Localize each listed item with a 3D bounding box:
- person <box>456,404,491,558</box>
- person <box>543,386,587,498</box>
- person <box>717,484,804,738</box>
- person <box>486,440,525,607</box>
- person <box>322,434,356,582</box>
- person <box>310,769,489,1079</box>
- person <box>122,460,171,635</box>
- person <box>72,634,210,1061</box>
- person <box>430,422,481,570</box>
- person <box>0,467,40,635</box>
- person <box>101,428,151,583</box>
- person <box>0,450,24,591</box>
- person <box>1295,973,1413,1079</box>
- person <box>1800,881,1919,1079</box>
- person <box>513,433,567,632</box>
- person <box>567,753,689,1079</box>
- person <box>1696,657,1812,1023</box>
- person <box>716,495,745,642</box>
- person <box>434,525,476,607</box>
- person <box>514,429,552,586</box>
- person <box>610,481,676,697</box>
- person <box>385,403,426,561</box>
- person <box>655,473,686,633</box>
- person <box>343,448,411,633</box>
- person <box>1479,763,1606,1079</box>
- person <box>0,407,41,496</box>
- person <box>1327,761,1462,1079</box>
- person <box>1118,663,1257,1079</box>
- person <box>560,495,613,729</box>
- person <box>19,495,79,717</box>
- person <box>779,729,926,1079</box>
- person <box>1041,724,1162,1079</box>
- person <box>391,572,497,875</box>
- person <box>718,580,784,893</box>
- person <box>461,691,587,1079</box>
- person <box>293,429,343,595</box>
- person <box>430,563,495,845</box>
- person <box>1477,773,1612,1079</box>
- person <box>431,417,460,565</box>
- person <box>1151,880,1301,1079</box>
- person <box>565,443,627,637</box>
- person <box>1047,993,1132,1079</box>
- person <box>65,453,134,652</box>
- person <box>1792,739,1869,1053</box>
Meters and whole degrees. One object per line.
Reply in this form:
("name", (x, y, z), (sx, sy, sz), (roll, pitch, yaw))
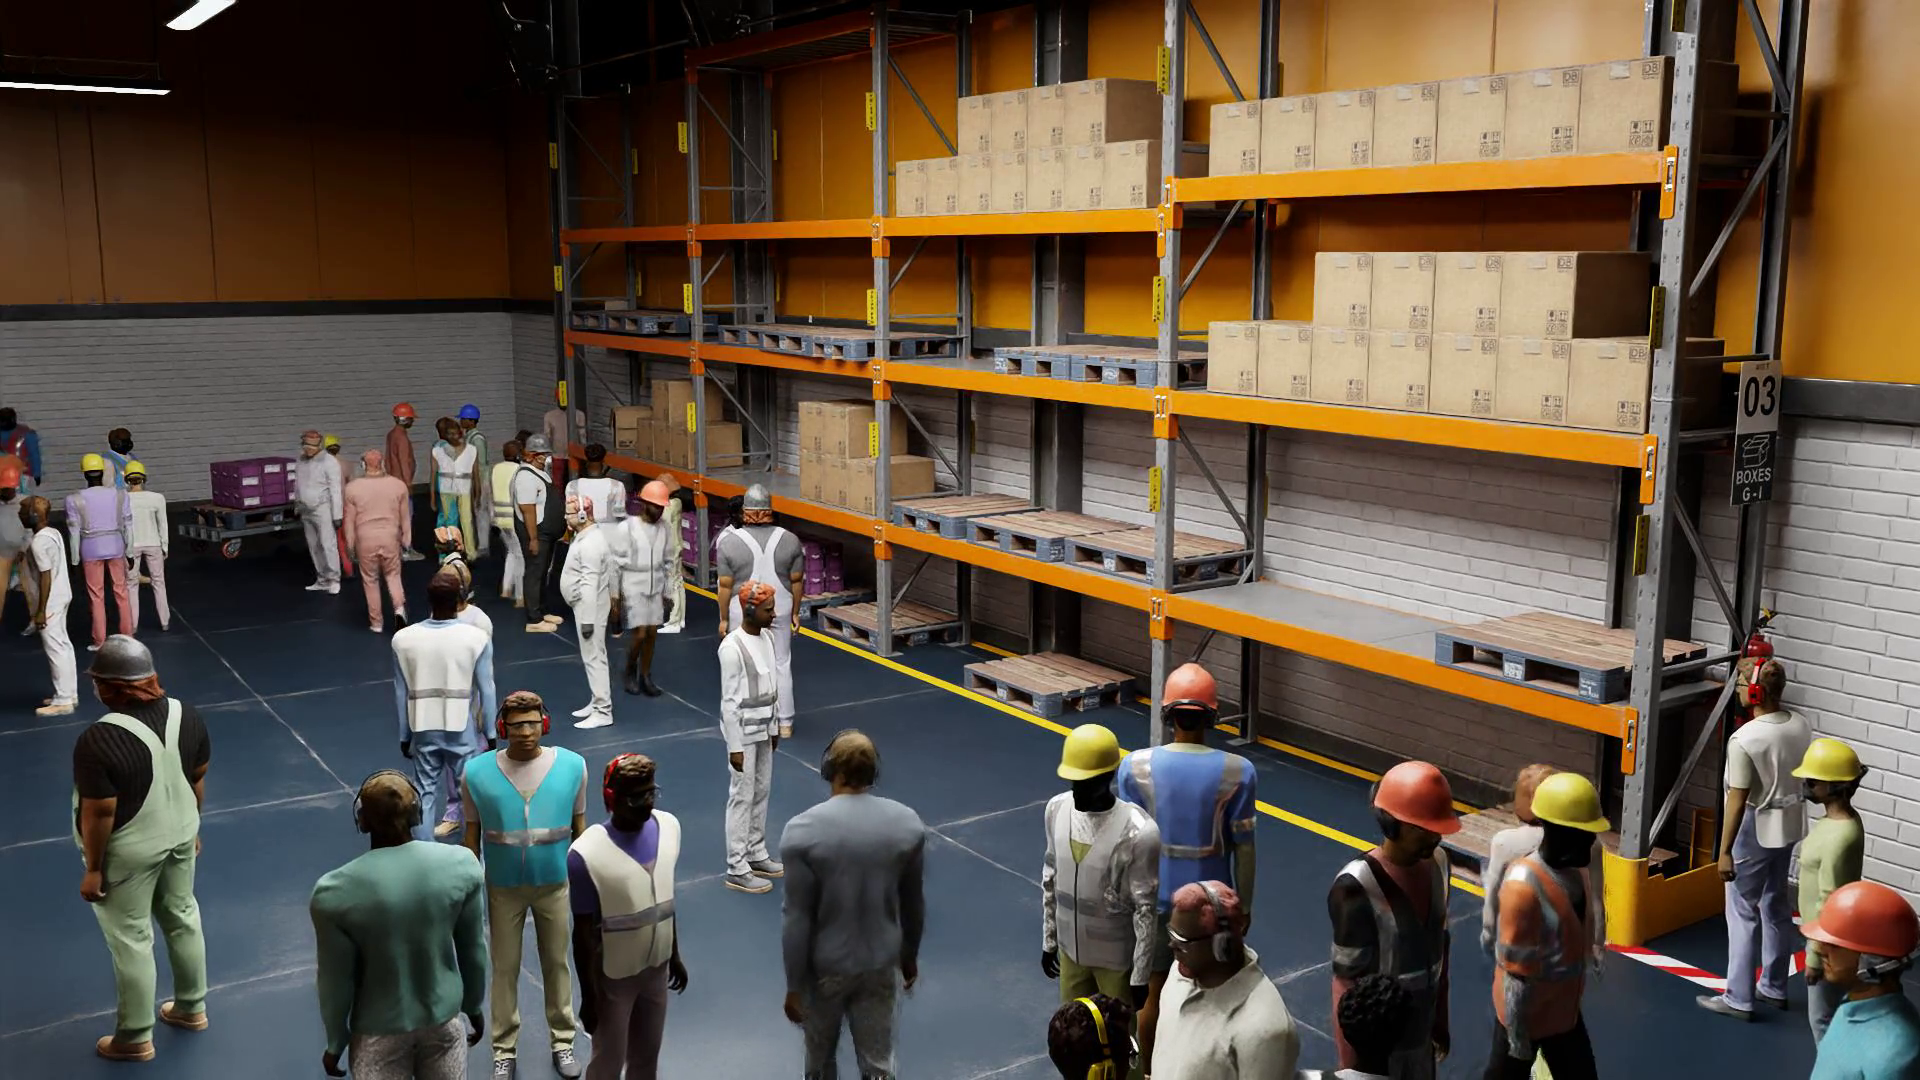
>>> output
("person", (-6.155, -0.746, 21.063), (0.383, 1.951, 0.605), (-6, 11, -31))
("person", (-5.638, -1.218, 23.749), (0.610, 1.987, 0.411), (-2, 10, -10))
("person", (-1.593, 0.562, 13.118), (0.690, 2.000, 0.538), (-3, 10, -19))
("person", (-4.822, -0.173, 18.072), (0.664, 1.831, 0.432), (6, 11, 32))
("person", (-7.363, -0.383, 19.595), (0.890, 1.724, 0.534), (8, 13, 40))
("person", (-2.062, 1.797, 6.186), (0.627, 1.934, 0.370), (-6, 12, -33))
("person", (-8.286, 0.074, 16.825), (0.523, 1.759, 0.350), (-5, 11, -28))
("person", (-3.952, 1.443, 7.950), (0.539, 2.000, 0.689), (4, 10, 21))
("person", (-6.138, -0.523, 20.223), (0.583, 1.790, 0.941), (-2, 10, -12))
("person", (-9.491, 0.126, 16.616), (0.565, 1.715, 0.462), (-2, 10, -10))
("person", (-9.624, -0.372, 19.185), (0.429, 1.841, 0.636), (0, 10, 1))
("person", (-10.806, -0.328, 18.774), (0.461, 1.894, 0.632), (3, 10, 16))
("person", (1.212, 2.121, 4.977), (0.540, 1.695, 0.317), (4, 10, 20))
("person", (2.652, 1.977, 4.947), (0.395, 1.994, 0.612), (4, 10, 21))
("person", (-4.260, -0.091, 16.950), (0.535, 2.000, 0.681), (-1, 10, -4))
("person", (-1.346, 1.745, 6.745), (0.387, 1.845, 0.565), (6, 12, 33))
("person", (3.987, 1.492, 8.272), (0.563, 1.836, 0.386), (-6, 11, -31))
("person", (-1.990, 0.432, 14.901), (0.320, 1.692, 0.531), (3, 10, 15))
("person", (-4.117, 0.686, 13.600), (0.313, 1.634, 0.514), (-3, 10, -19))
("person", (-4.898, -0.337, 18.992), (0.551, 1.844, 0.661), (-7, 12, -34))
("person", (-2.690, 0.431, 14.279), (0.576, 1.905, 0.501), (-8, 13, -40))
("person", (-6.986, -0.735, 20.914), (0.432, 1.981, 0.635), (-6, 11, -31))
("person", (-2.943, 0.129, 16.859), (0.289, 1.632, 0.497), (1, 10, 7))
("person", (-5.884, 0.014, 16.791), (0.645, 1.894, 0.428), (-6, 11, -31))
("person", (2.580, 1.778, 7.288), (0.495, 1.601, 0.785), (-1, 10, -8))
("person", (-12.591, -0.851, 22.074), (0.640, 1.817, 0.654), (1, 10, 5))
("person", (1.589, 1.777, 6.035), (0.609, 2.032, 0.410), (-8, 12, -38))
("person", (0.992, 1.550, 7.356), (0.611, 2.035, 0.406), (2, 10, 10))
("person", (-3.036, 0.571, 13.499), (0.398, 1.898, 0.646), (-2, 10, -13))
("person", (-7.571, 0.542, 13.808), (0.344, 1.845, 0.506), (-2, 10, -14))
("person", (-0.454, 1.717, 6.815), (0.652, 1.883, 0.891), (-4, 10, -20))
("person", (0.559, 1.686, 6.881), (0.587, 1.920, 0.397), (9, 13, 43))
("person", (-3.114, 1.150, 10.079), (0.591, 1.905, 0.414), (-1, 10, -4))
("person", (-1.255, 1.170, 10.036), (0.357, 1.879, 0.583), (3, 10, 19))
("person", (-1.987, 1.586, 7.664), (0.566, 1.849, 0.387), (-3, 10, -19))
("person", (-7.251, -0.310, 18.714), (0.738, 1.888, 0.410), (5, 11, 28))
("person", (-3.242, 1.056, 10.792), (0.506, 1.846, 0.345), (5, 11, 26))
("person", (2.198, 1.784, 6.435), (0.597, 1.884, 0.974), (-9, 13, -43))
("person", (-6.286, -0.591, 20.458), (0.508, 1.847, 0.345), (9, 13, 42))
("person", (0.782, 1.981, 5.226), (0.398, 1.899, 0.654), (-3, 10, -18))
("person", (-3.623, 0.010, 16.622), (0.602, 1.957, 0.385), (-1, 10, -7))
("person", (0.346, 2.116, 4.499), (0.329, 1.872, 0.508), (-6, 11, -30))
("person", (-8.269, 0.127, 16.010), (0.593, 1.923, 0.382), (-9, 13, -44))
("person", (3.714, 1.716, 7.169), (0.338, 1.762, 0.526), (5, 11, 28))
